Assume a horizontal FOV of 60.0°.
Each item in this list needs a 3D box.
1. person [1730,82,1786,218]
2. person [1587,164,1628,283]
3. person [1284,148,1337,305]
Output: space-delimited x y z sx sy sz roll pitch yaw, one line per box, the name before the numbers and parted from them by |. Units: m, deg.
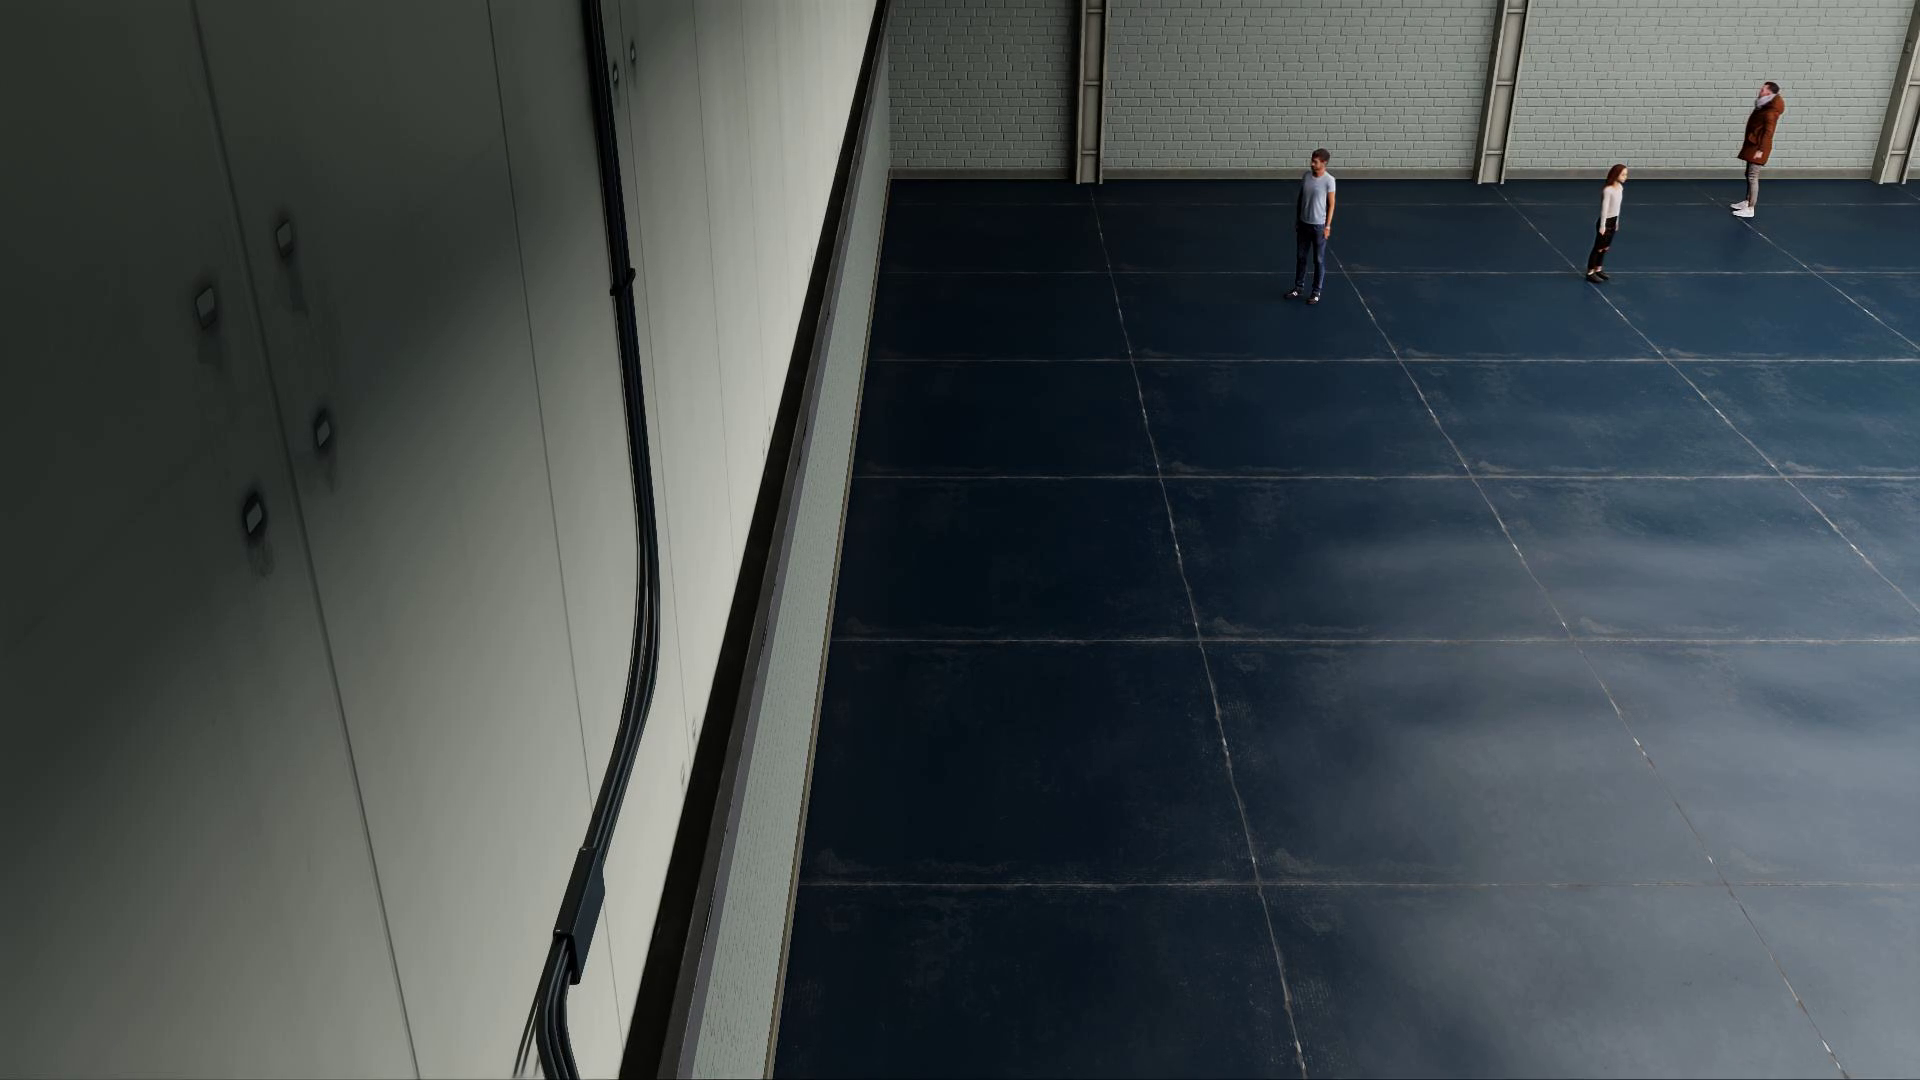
person | 11.080 -5.430 23.086 0.804 1.837 0.799 9 29 16
person | 8.046 -3.951 20.686 0.593 1.483 0.657 -24 36 -38
person | 4.251 -3.789 19.975 0.688 1.866 0.762 23 35 36
